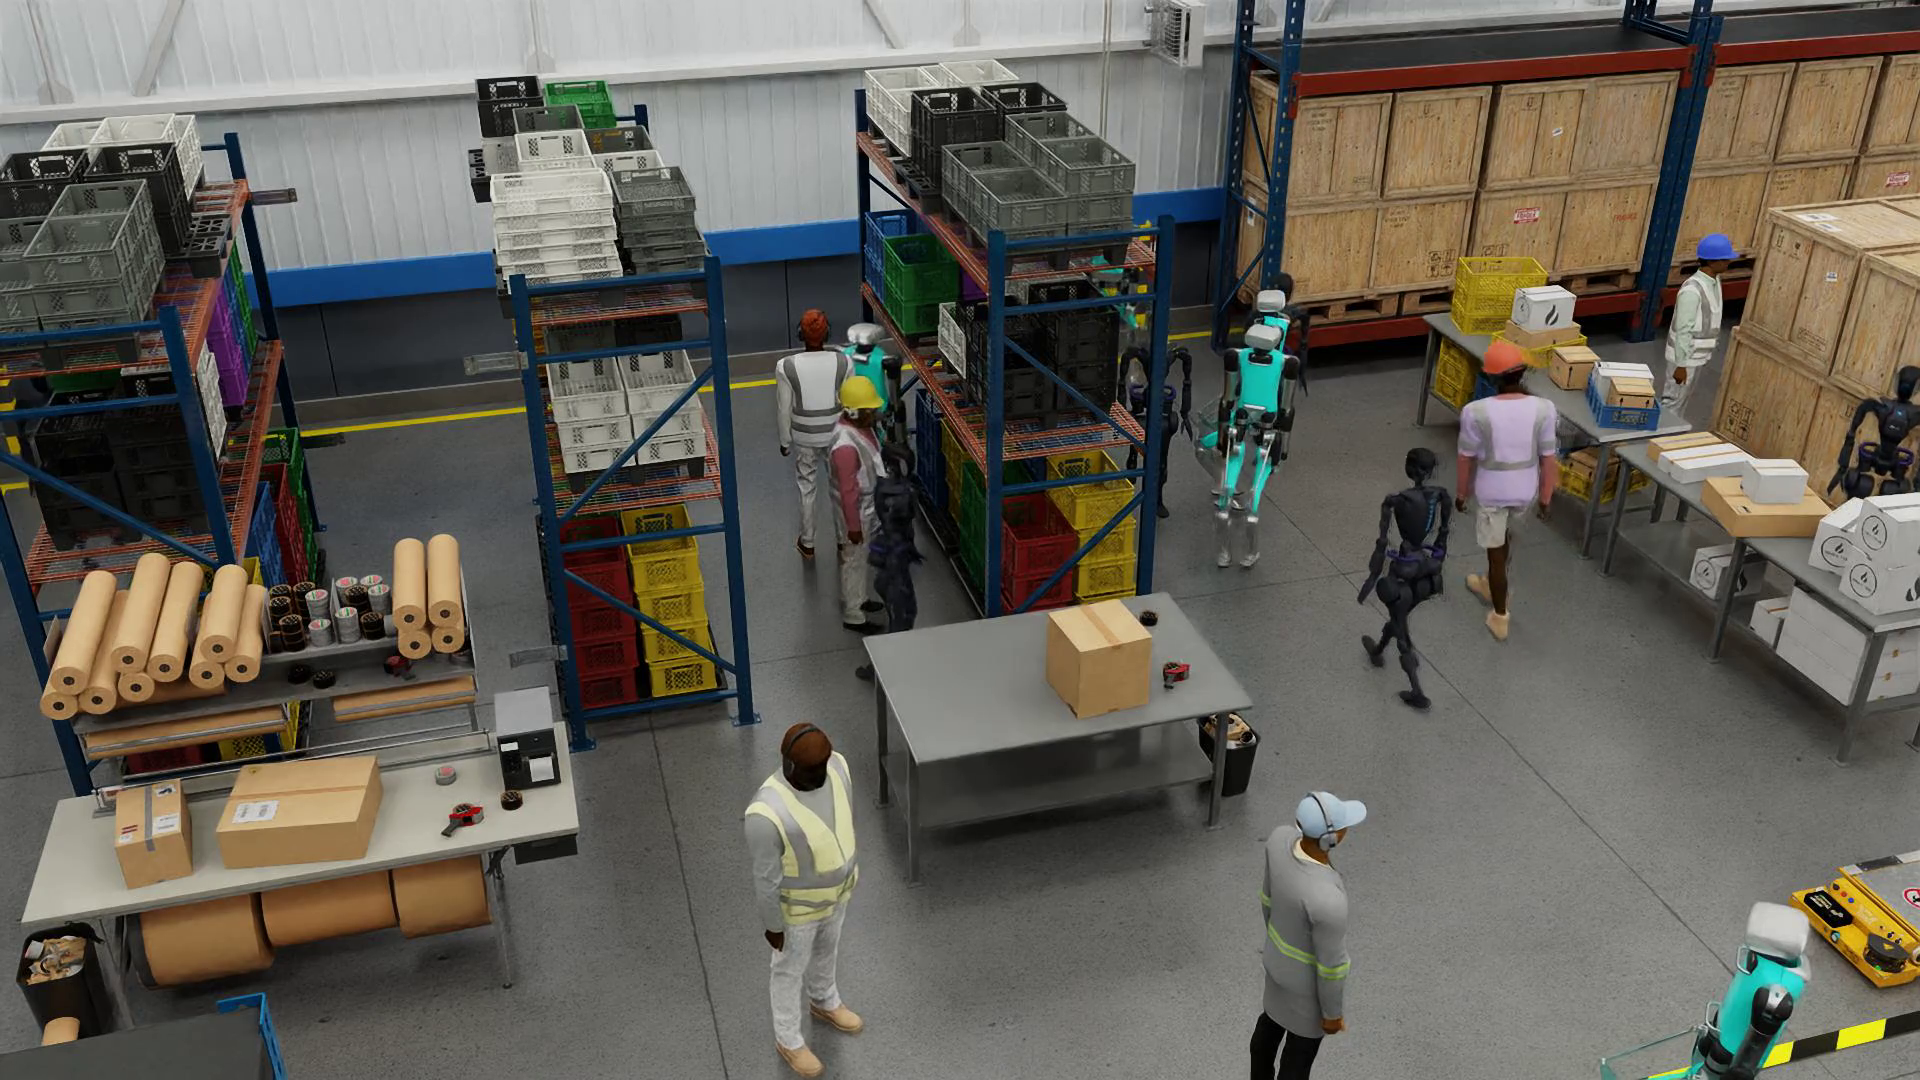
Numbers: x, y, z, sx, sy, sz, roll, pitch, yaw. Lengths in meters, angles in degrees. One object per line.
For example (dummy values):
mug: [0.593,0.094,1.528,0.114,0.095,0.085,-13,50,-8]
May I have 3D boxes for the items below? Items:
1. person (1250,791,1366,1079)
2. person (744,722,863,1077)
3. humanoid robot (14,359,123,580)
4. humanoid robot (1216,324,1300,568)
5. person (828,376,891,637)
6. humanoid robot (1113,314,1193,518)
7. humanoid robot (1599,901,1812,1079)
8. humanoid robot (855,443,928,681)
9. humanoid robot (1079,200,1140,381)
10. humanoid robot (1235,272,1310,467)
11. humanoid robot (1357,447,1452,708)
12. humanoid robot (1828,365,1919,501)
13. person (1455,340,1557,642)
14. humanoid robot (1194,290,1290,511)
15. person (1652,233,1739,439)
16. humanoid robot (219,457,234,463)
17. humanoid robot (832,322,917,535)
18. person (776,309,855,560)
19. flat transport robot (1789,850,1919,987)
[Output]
person: [1.488,1.843,7.164,0.367,1.852,0.589,-9,30,-16]
person: [-0.675,1.609,7.602,0.430,1.840,0.626,18,34,30]
humanoid robot: [-6.248,-0.549,11.701,0.609,1.634,0.531,-4,29,-8]
humanoid robot: [2.013,-0.570,11.662,0.530,1.769,0.780,10,30,18]
person: [-0.657,-0.236,10.967,0.404,1.829,0.599,2,29,3]
humanoid robot: [1.443,-0.935,12.384,0.599,1.657,0.315,0,29,0]
humanoid robot: [2.859,2.099,6.677,0.735,1.677,0.533,13,31,22]
humanoid robot: [-0.422,0.126,10.484,0.442,1.632,0.593,5,29,8]
humanoid robot: [1.366,-2.195,14.650,0.530,1.791,0.787,10,30,18]
humanoid robot: [2.444,-1.368,13.194,0.603,1.636,0.571,-4,29,-8]
humanoid robot: [2.790,0.209,10.375,0.611,1.619,0.796,-12,31,-21]
humanoid robot: [6.400,-0.458,11.542,0.600,1.637,0.419,17,33,27]
person: [3.551,-0.352,11.026,0.610,1.981,0.870,-3,29,-5]
humanoid robot: [2.038,-1.053,12.463,0.739,1.698,0.534,3,29,6]
person: [5.740,-1.465,13.082,0.381,1.951,0.603,20,35,32]
humanoid robot: [-6.031,-1.240,13.000,0.785,1.894,0.545,-17,33,-29]
humanoid robot: [-0.558,-0.823,12.101,0.531,1.743,0.710,11,31,20]
person: [-1.003,-0.742,11.836,0.582,1.882,0.349,-6,29,-10]
flat transport robot: [5.163,1.916,8.676,1.431,0.231,0.659,-8,30,-14]
